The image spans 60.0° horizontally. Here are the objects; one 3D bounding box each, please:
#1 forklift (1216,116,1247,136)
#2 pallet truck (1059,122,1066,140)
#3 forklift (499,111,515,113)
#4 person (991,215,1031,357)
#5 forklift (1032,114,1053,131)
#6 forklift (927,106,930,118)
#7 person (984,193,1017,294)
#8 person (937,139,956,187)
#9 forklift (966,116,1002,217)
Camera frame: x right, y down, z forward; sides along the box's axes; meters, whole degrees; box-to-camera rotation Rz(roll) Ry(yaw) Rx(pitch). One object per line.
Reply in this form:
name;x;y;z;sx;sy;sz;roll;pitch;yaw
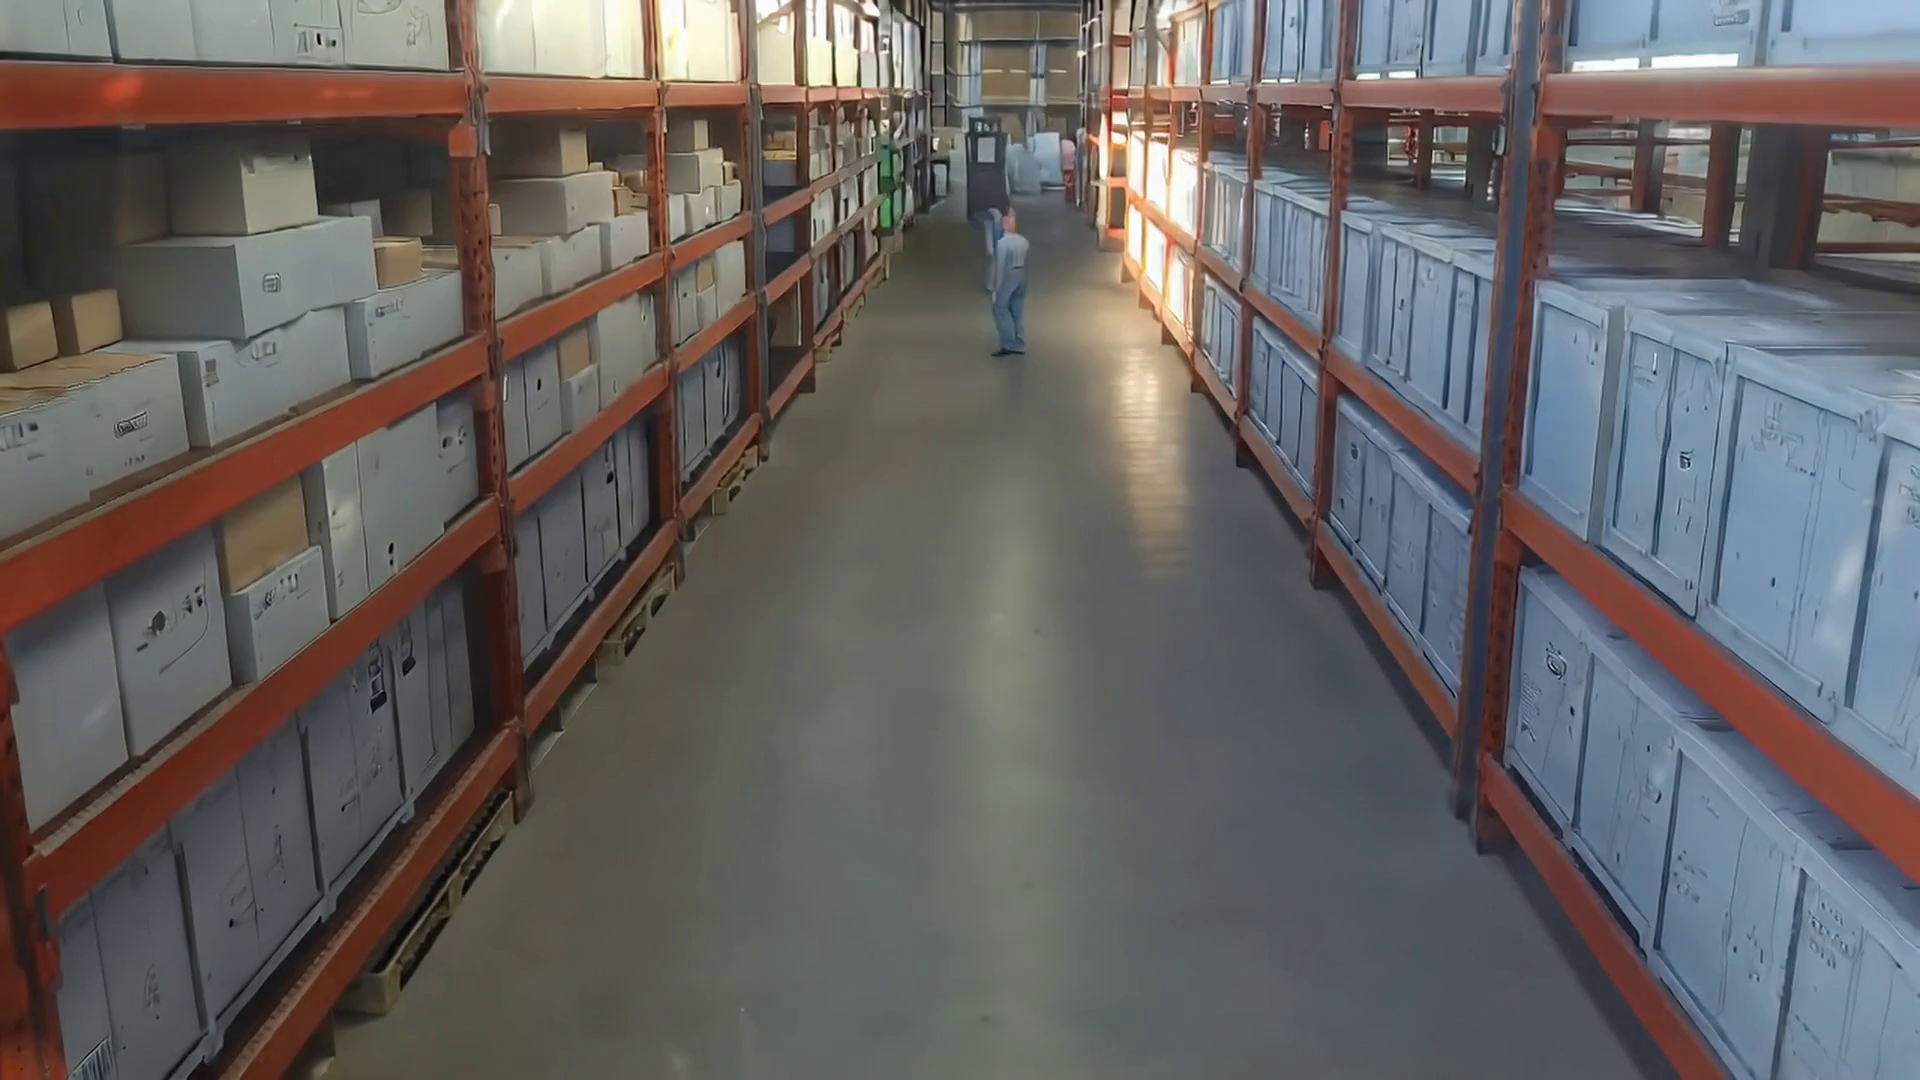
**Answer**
forklift;7.755;-10.663;47.463;1.129;2.768;1.873;0;15;1
pallet truck;5.788;-21.111;88.014;1.885;1.965;0.823;5;16;18
forklift;-18.321;-16.233;68.190;1.129;2.768;1.873;0;15;1
person;0.679;-3.413;22.378;0.403;1.889;0.662;13;20;40
forklift;3.487;-16.955;70.875;1.129;2.768;1.873;-2;15;-8
forklift;-1.988;-20.789;85.140;1.129;2.768;1.873;0;15;2
person;0.702;-5.159;29.054;0.649;1.800;0.916;-8;17;-28
person;-0.534;-14.211;62.701;0.912;1.798;0.642;-4;16;-15
forklift;0.745;-10.732;47.722;1.129;2.768;1.873;0;15;2
